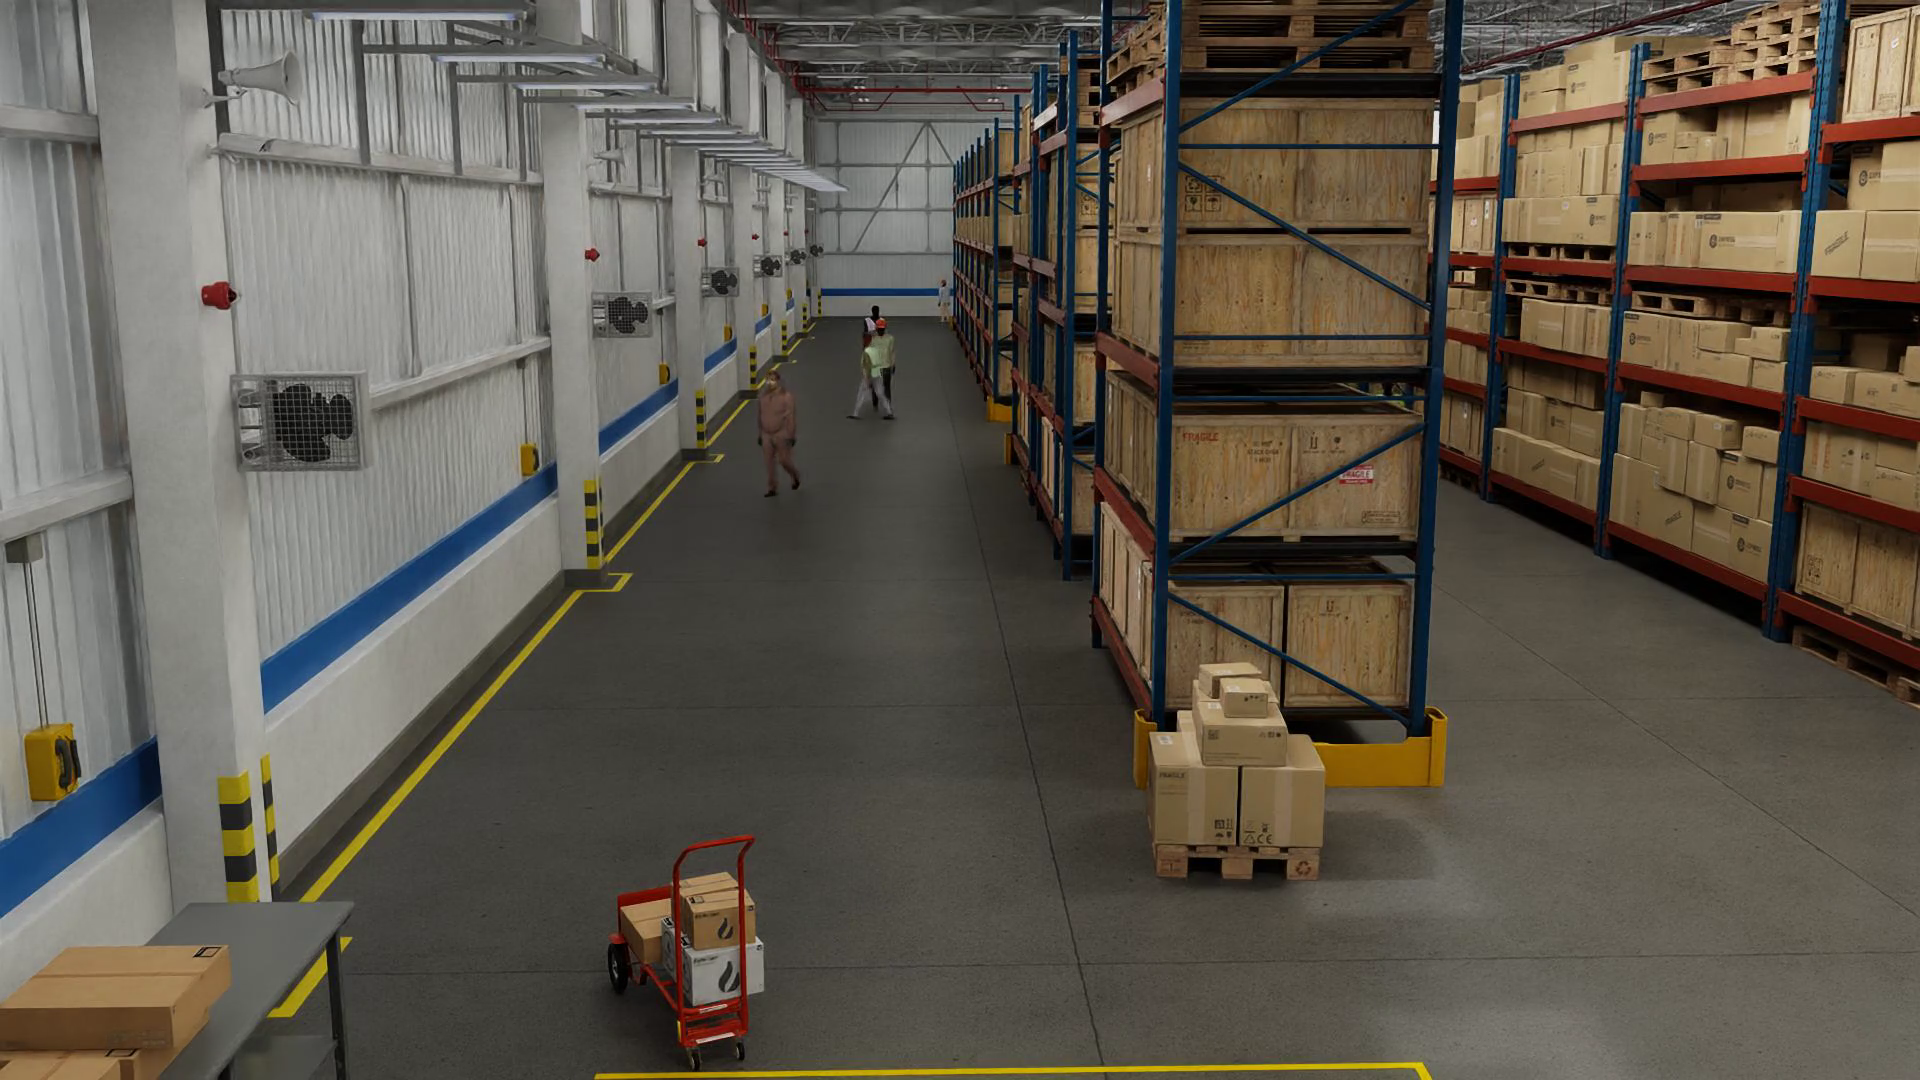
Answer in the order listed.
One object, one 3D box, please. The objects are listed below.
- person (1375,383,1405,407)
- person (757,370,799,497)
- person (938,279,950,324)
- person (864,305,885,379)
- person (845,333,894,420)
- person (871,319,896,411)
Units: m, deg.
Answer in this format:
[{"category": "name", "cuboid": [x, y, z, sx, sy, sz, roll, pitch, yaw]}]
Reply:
[{"category": "person", "cuboid": [6.704, -1.768, 26.167, 0.527, 1.677, 0.687, 0, 11, 0]}, {"category": "person", "cuboid": [-2.700, -1.585, 24.690, 0.638, 1.887, 0.542, 5, 12, 25]}, {"category": "person", "cuboid": [-0.642, -9.450, 65.952, 0.563, 1.752, 0.341, -9, 14, -39]}, {"category": "person", "cuboid": [-2.199, -5.080, 42.825, 0.591, 1.910, 0.392, -6, 12, -28]}, {"category": "person", "cuboid": [-1.830, -3.347, 34.111, 1.009, 1.797, 0.568, 4, 12, 20]}, {"category": "person", "cuboid": [-1.684, -3.753, 35.712, 0.613, 1.989, 0.403, -3, 11, -15]}]
